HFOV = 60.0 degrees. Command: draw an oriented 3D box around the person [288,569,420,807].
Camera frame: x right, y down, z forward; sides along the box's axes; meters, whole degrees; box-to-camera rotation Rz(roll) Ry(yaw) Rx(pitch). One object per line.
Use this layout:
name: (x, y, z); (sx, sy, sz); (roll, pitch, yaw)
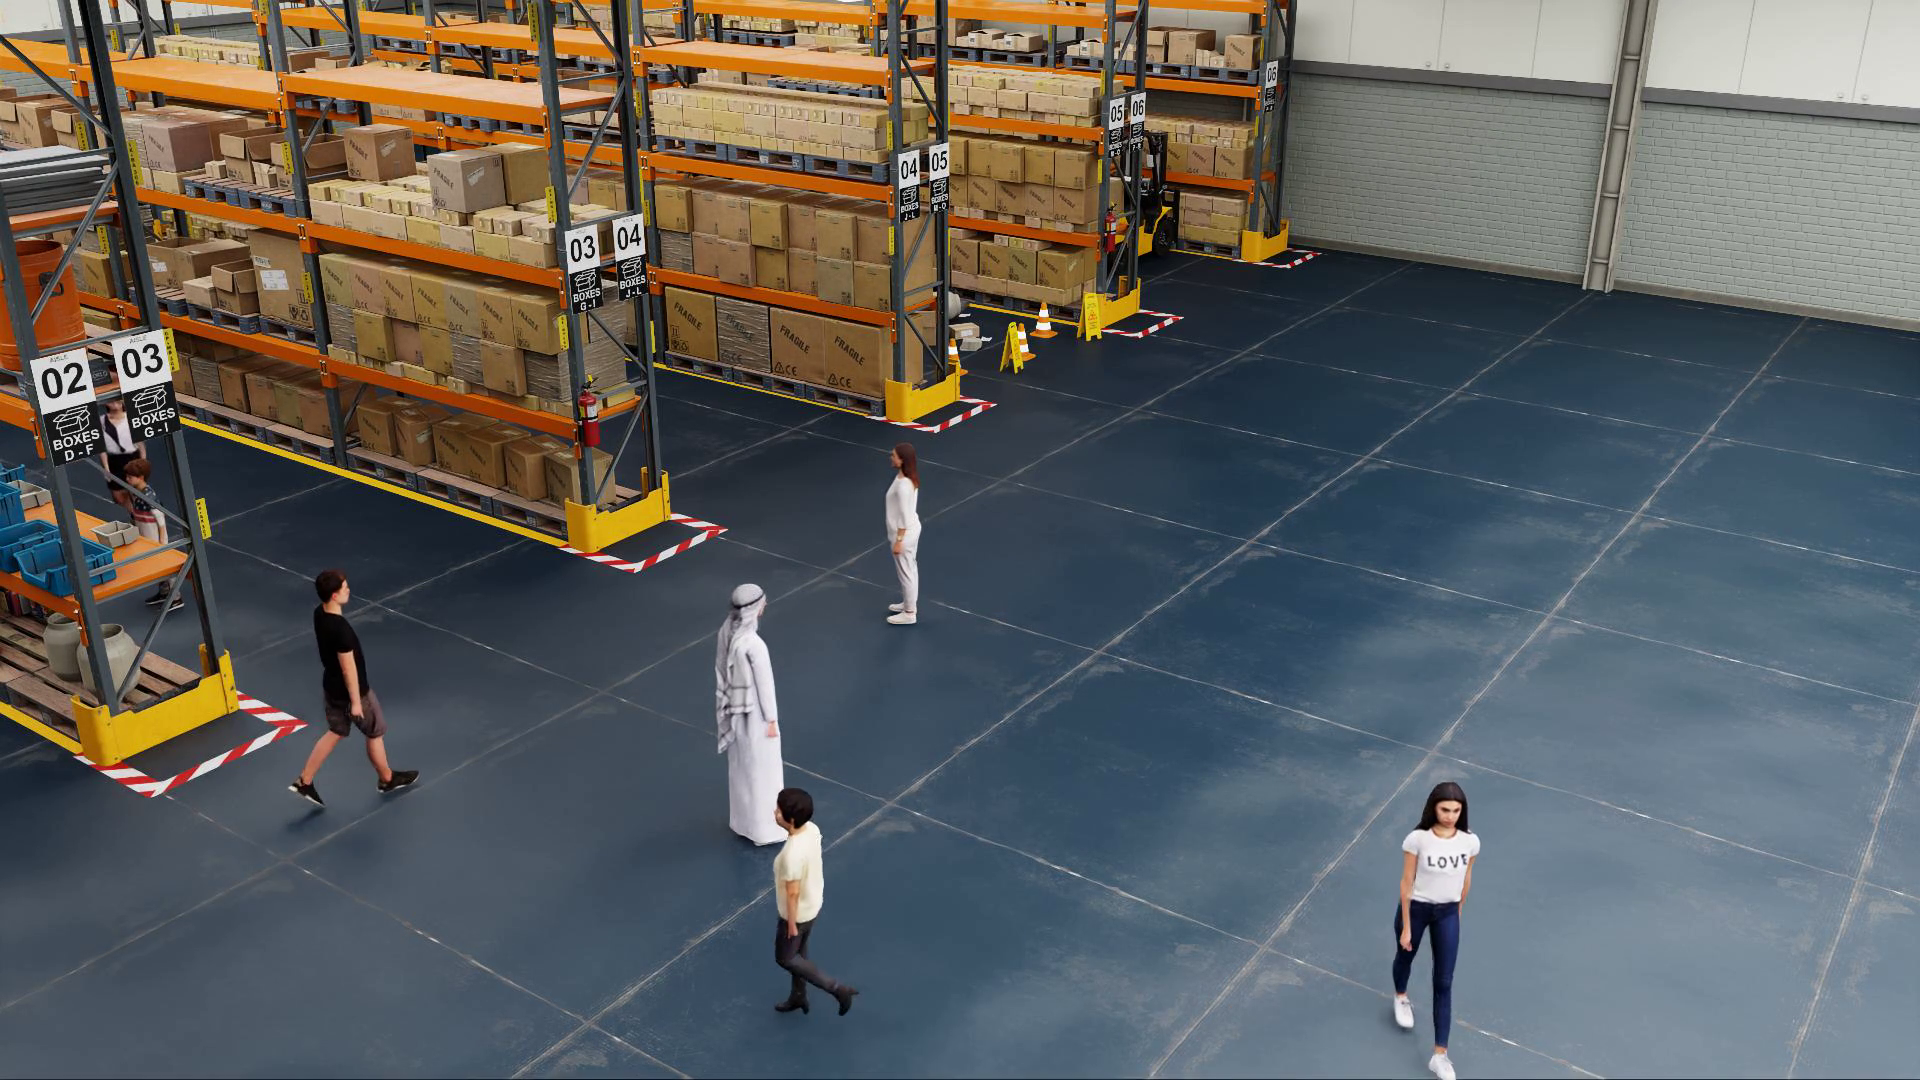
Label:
person: (-4.478, 1.074, 11.901); (0.860, 1.839, 1.133); (-20, 30, -39)

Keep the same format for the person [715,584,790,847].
person: (-1.452, 1.203, 11.482); (0.830, 1.930, 0.673); (-19, 29, -37)

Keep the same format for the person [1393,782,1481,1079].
person: (2.659, 2.128, 9.560); (1.091, 1.731, 1.041); (1, 23, 1)

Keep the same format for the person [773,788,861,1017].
person: (-0.868, 2.154, 9.700); (0.886, 1.573, 0.761); (5, 24, 11)

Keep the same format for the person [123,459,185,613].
person: (-7.318, -0.057, 15.072); (0.431, 1.439, 0.598); (19, 30, 38)

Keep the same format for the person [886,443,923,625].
person: (-0.490, -0.072, 14.787); (0.703, 1.688, 0.686); (1, 23, 3)

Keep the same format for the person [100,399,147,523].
person: (-8.218, -0.715, 16.369); (0.834, 1.634, 0.981); (-10, 25, -22)
